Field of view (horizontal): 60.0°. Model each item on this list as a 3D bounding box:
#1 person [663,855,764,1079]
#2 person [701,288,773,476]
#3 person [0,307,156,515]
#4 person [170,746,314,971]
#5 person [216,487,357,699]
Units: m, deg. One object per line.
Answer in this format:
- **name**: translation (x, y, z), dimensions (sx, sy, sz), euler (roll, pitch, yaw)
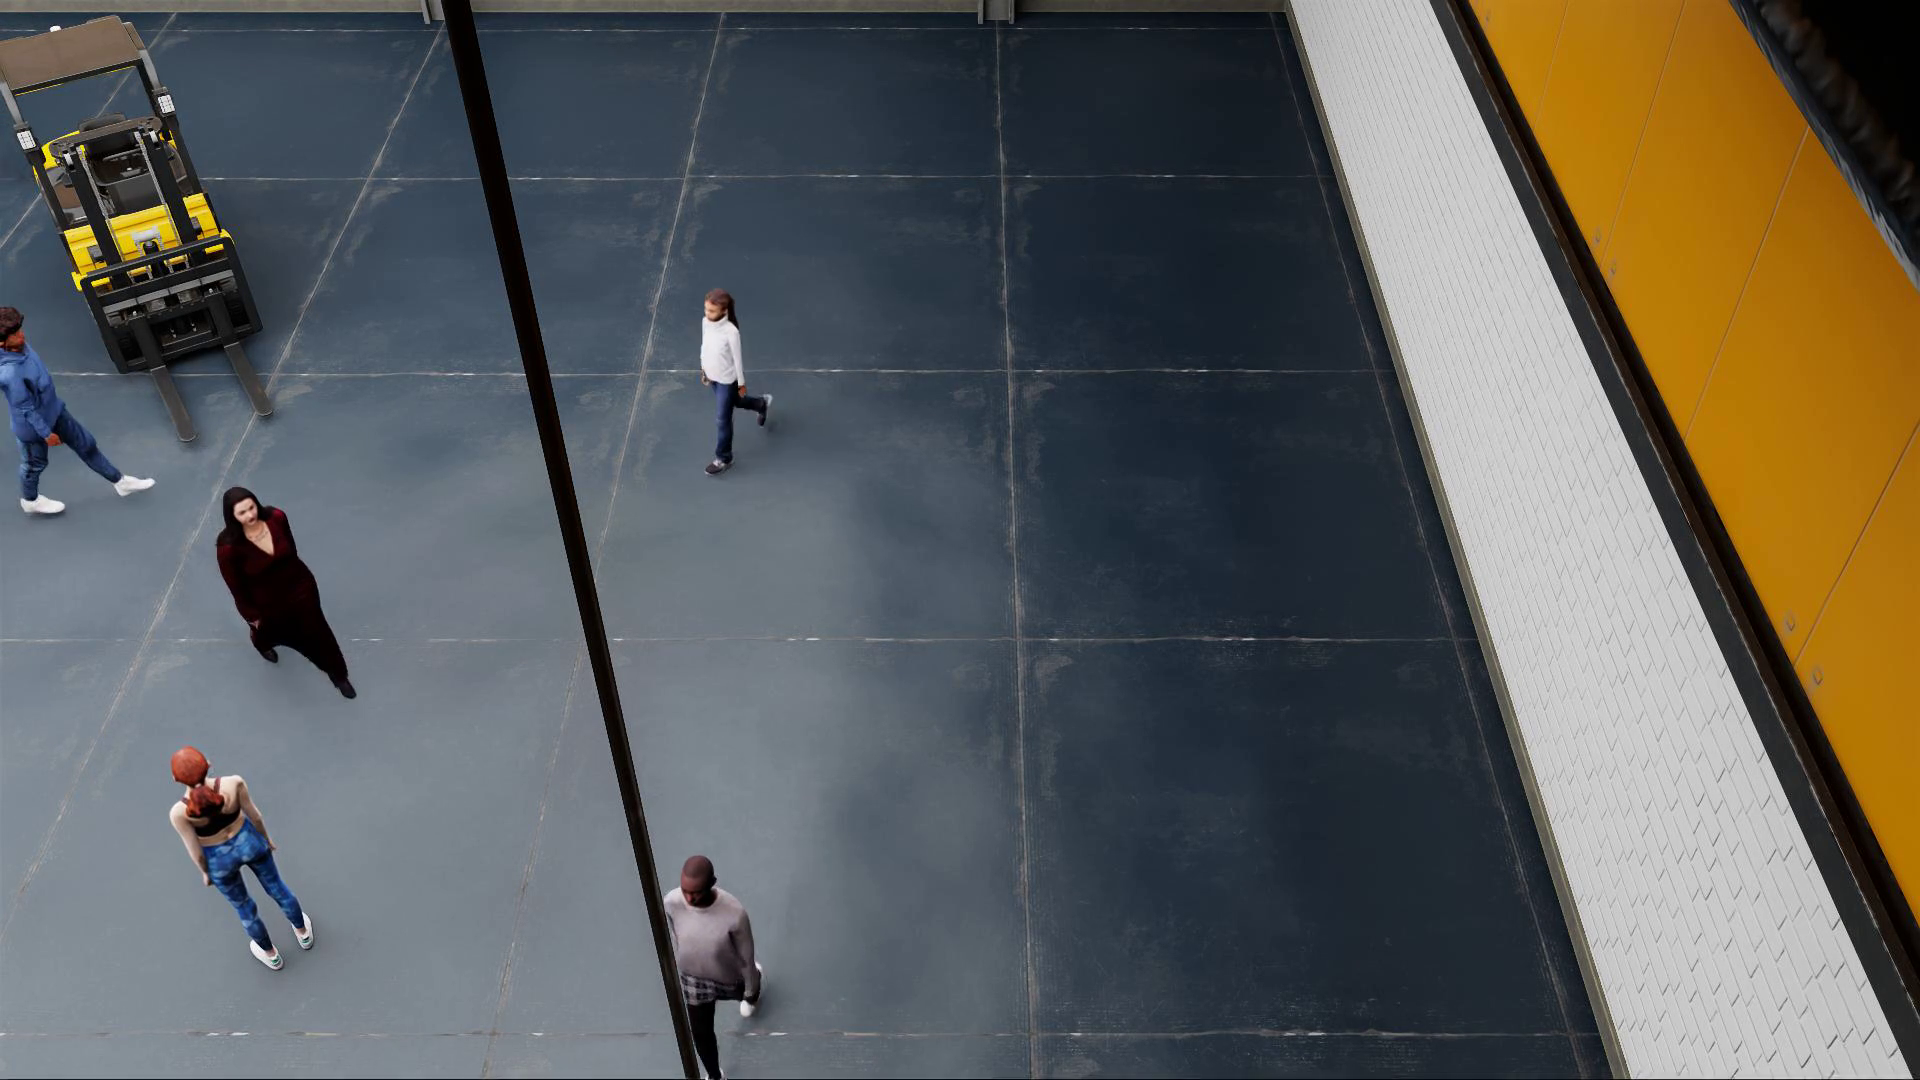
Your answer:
- **person**: translation (-1.225, 2.153, 8.628), dimensions (1.123, 1.743, 0.838), euler (8, 44, 8)
- **person**: translation (-1.691, -1.252, 12.350), dimensions (0.951, 1.539, 0.996), euler (32, 52, 29)
- **person**: translation (-6.613, -0.856, 11.777), dimensions (1.186, 1.756, 0.777), euler (-5, 44, -5)
- **person**: translation (-3.931, 1.728, 9.044), dimensions (0.672, 1.784, 0.737), euler (-31, 52, -28)
- **person**: translation (-4.438, 0.293, 10.603), dimensions (1.200, 1.712, 1.090), euler (31, 51, 28)
